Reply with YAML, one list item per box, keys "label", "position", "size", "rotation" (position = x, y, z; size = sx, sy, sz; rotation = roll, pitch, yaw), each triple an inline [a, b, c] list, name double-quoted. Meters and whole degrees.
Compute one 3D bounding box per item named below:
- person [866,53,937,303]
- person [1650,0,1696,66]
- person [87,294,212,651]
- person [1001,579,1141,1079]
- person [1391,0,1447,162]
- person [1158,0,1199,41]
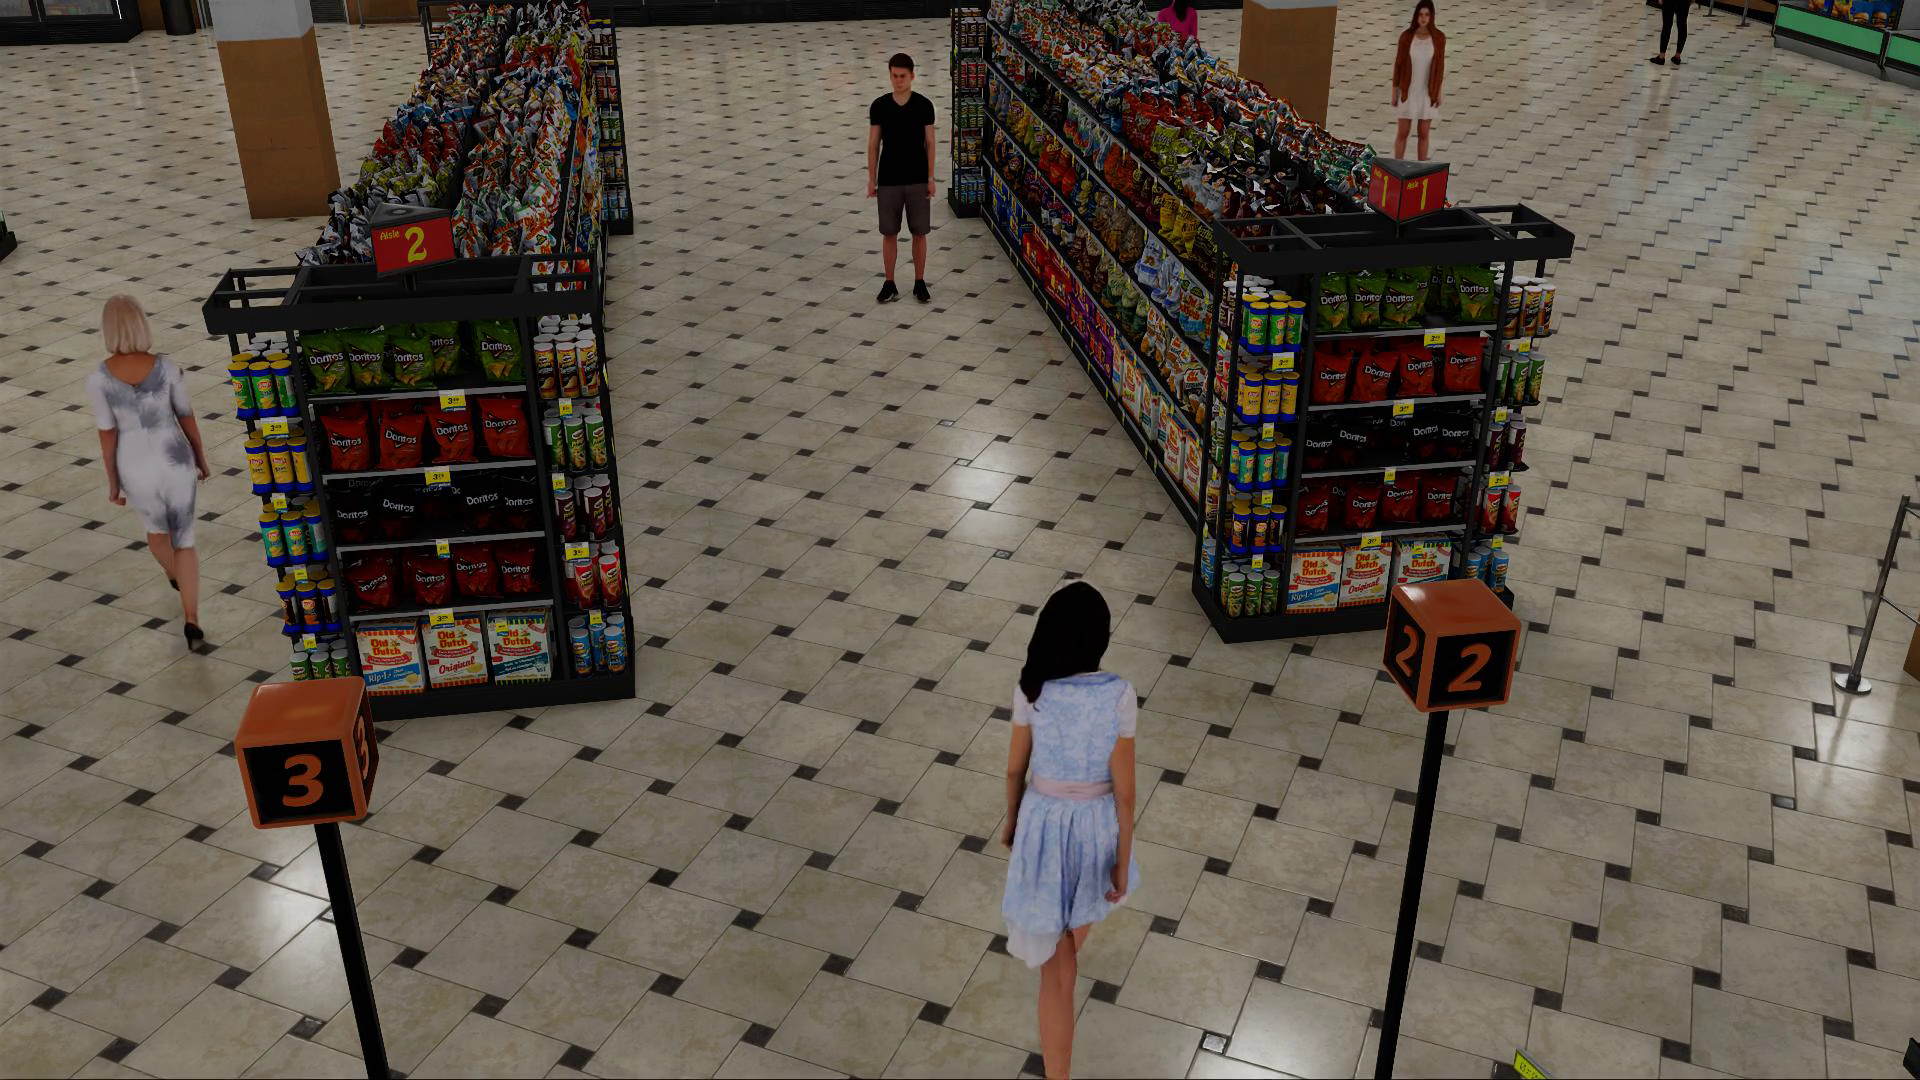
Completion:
- label: "person"
  position: [-0.421, -2.737, 12.583]
  size: [0.725, 1.862, 0.637]
  rotation: [0, 27, 0]
- label: "person"
  position: [9.027, -6.863, 20.885]
  size: [0.635, 1.711, 0.554]
  rotation: [-2, 27, -3]
- label: "person"
  position: [-3.808, -0.278, 7.893]
  size: [0.697, 1.719, 1.034]
  rotation: [-9, 28, -18]
- label: "person"
  position: [0.359, 1.074, 5.203]
  size: [0.845, 1.740, 1.322]
  rotation: [3, 27, 7]
- label: "person"
  position: [4.309, -4.224, 15.680]
  size: [0.686, 1.712, 0.663]
  rotation: [4, 27, 8]
- label: "person"
  position: [2.194, -4.853, 16.936]
  size: [0.583, 1.699, 0.563]
  rotation: [-4, 27, -7]
